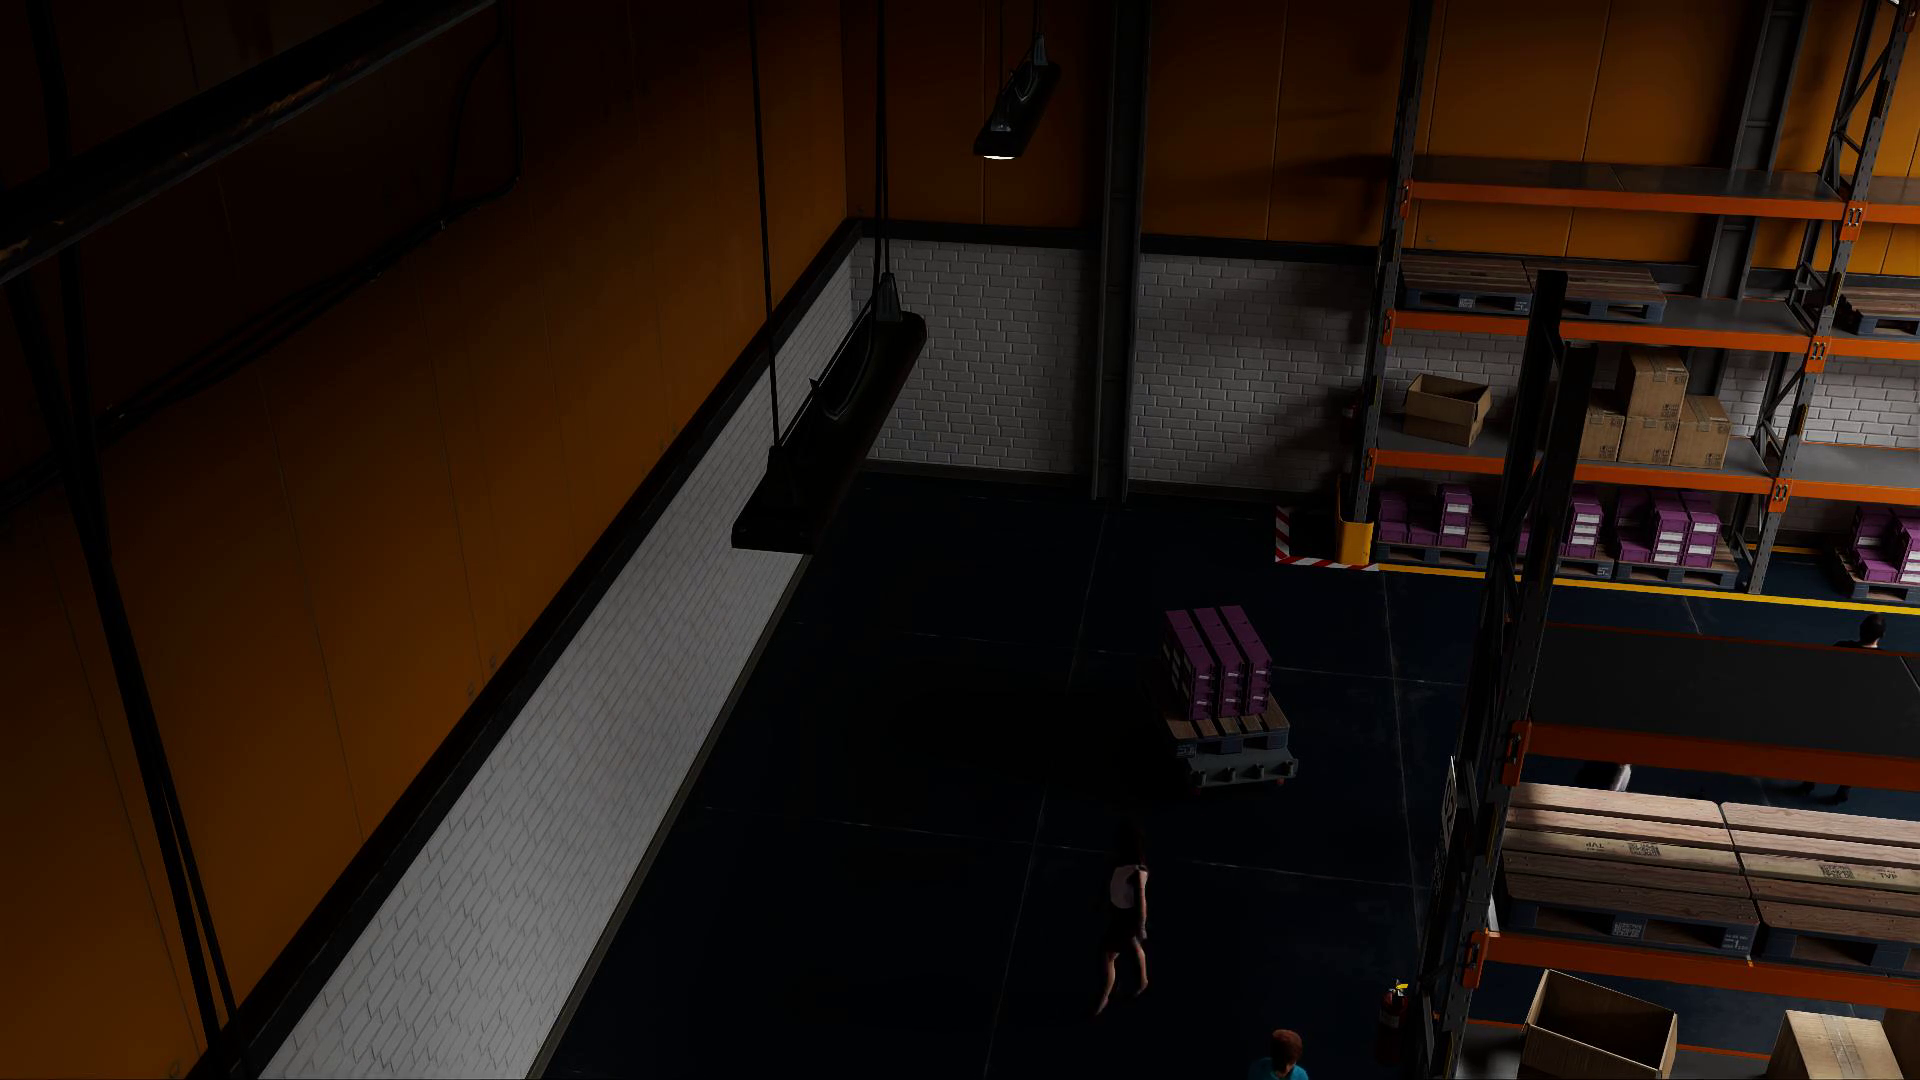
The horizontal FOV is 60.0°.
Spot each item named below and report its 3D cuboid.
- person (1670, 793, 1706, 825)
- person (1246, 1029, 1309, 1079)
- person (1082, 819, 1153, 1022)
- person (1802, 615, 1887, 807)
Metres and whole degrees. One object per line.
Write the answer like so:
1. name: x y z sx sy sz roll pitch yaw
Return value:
1. person: 5.365 2.373 12.351 0.776 1.250 0.723 -19 34 -31
2. person: 1.918 3.478 10.150 0.891 1.418 0.630 6 29 11
3. person: 1.228 2.599 11.542 0.893 1.628 0.757 -7 29 -13
4. person: 7.288 1.383 13.632 0.711 1.760 0.825 20 34 31
